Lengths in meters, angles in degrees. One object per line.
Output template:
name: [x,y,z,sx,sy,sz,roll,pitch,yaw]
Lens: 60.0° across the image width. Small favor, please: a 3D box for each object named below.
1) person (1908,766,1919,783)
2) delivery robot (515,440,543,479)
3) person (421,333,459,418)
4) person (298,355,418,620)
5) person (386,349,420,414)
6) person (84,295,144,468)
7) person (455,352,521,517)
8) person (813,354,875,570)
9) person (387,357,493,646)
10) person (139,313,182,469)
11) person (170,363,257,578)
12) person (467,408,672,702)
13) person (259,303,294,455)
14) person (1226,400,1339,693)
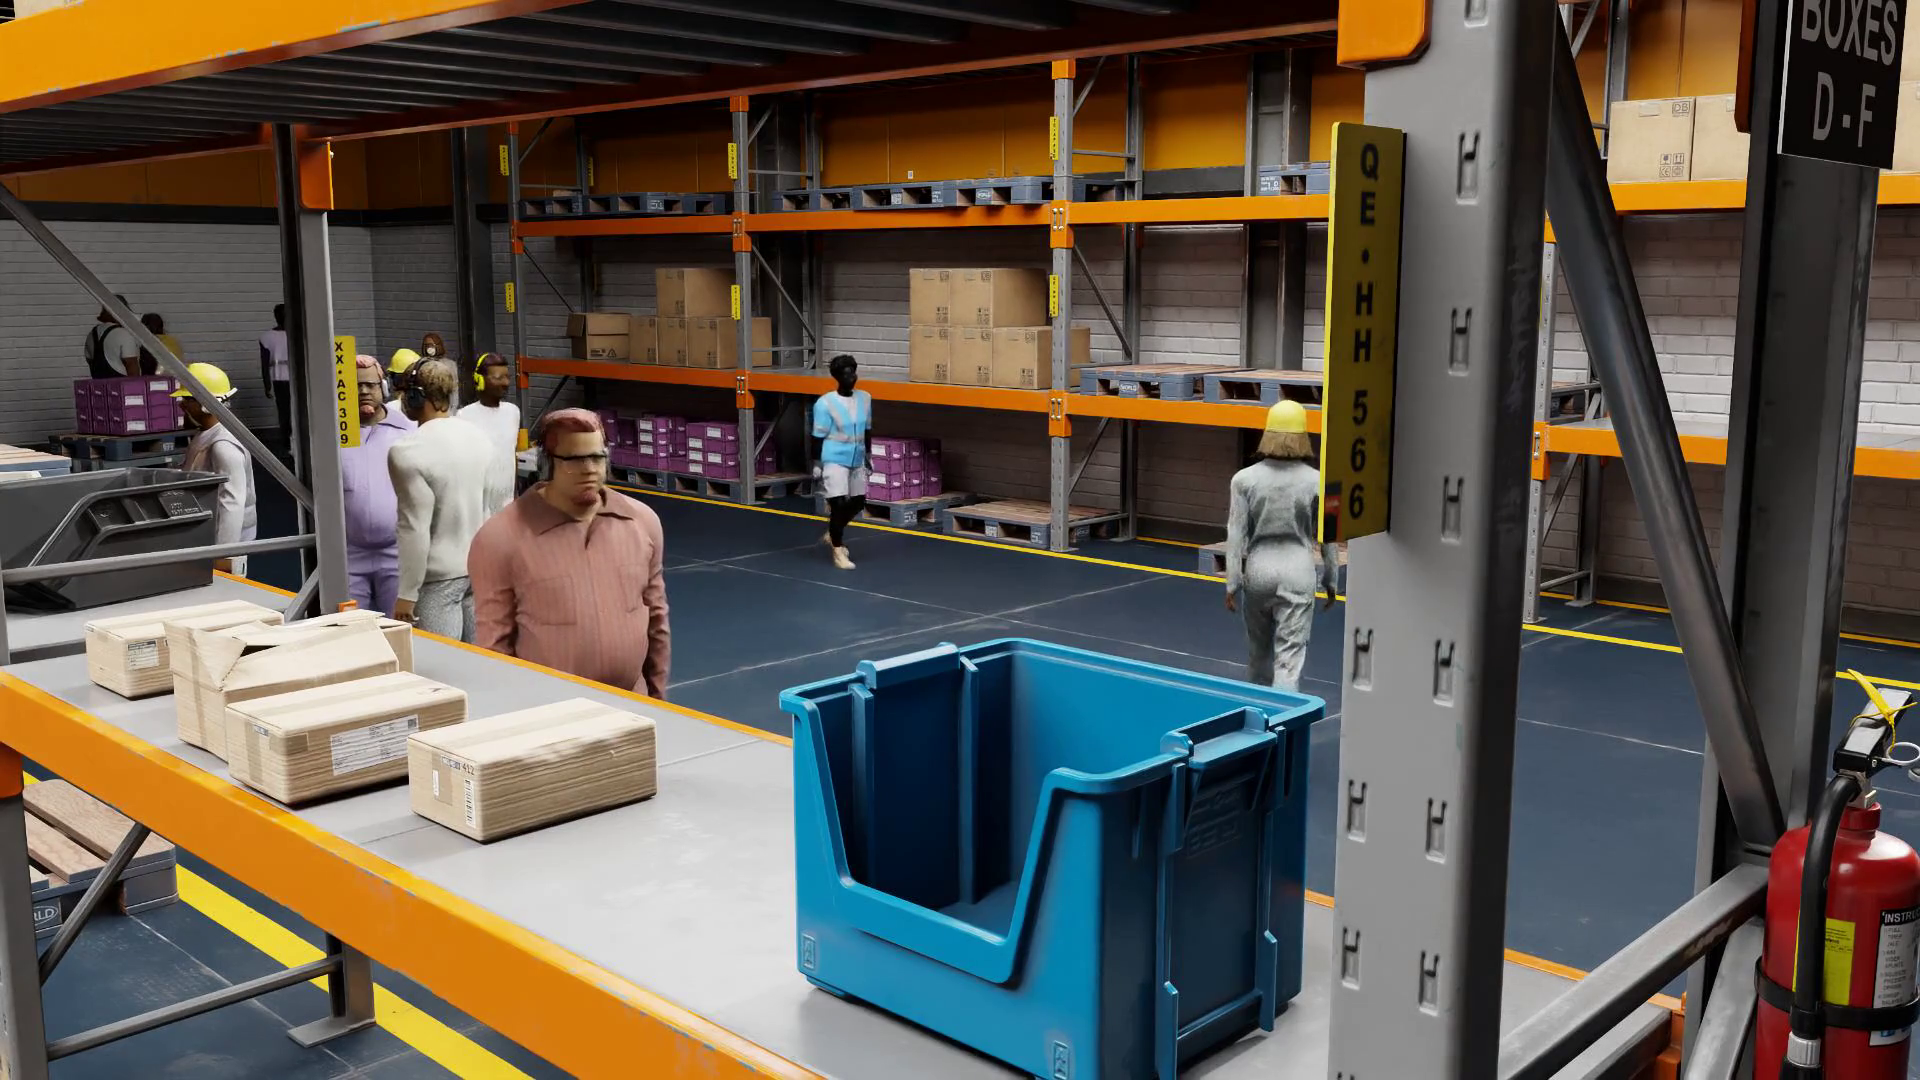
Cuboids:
person: [4.537,0.203,7.450,0.591,1.823,0.405,-8,12,-39]
delivery robot: [-4.294,-0.786,17.087,0.477,0.478,0.707,-9,13,-43]
person: [-5.608,-1.390,17.780,0.497,1.633,0.284,-1,9,-7]
person: [-2.841,0.063,8.034,0.643,1.909,0.410,-5,10,-28]
person: [-3.767,-0.421,11.469,0.342,1.778,0.532,4,10,21]
person: [-9.246,-1.689,18.368,0.688,2.000,0.536,4,10,25]
person: [-2.764,-0.210,9.970,1.023,1.816,0.558,7,11,35]
person: [-0.959,-0.615,12.908,0.551,1.669,0.554,-8,12,-41]
person: [-2.255,0.174,7.257,0.372,1.939,0.629,3,10,17]
person: [-8.974,-1.634,18.707,0.434,1.822,0.646,1,9,8]
person: [-3.874,-0.001,8.655,0.404,1.833,0.587,-6,11,-32]
person: [-1.176,0.535,5.185,0.637,1.898,0.396,-7,12,-38]
person: [-8.296,-1.967,20.522,0.598,1.900,0.802,-3,10,-16]
person: [1.537,0.187,7.904,0.510,1.690,0.900,3,10,15]
